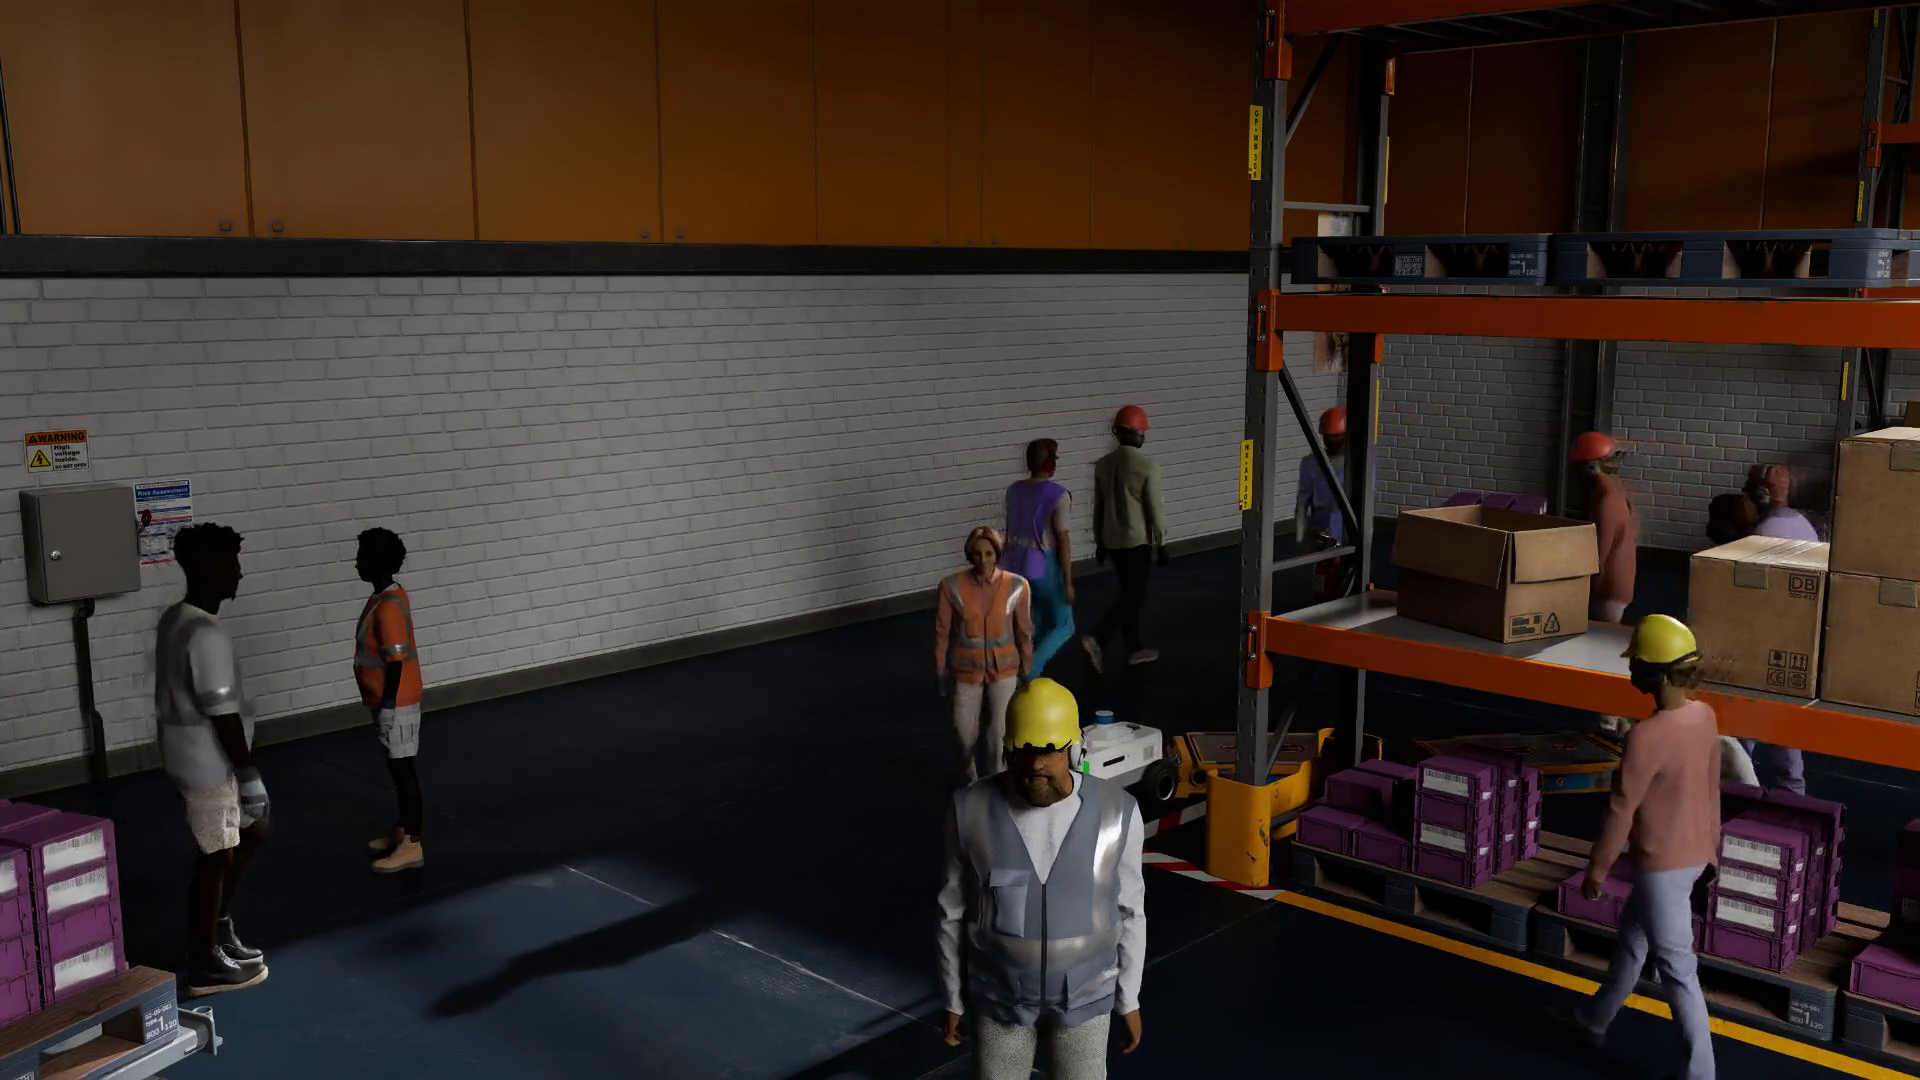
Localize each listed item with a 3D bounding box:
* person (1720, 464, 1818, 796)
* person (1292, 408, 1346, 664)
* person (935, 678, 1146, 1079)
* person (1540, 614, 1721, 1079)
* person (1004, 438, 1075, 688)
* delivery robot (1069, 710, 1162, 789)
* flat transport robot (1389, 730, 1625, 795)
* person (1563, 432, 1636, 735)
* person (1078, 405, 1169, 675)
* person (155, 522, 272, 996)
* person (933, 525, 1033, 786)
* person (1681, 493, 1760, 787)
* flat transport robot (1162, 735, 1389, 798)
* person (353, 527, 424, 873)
[{"bbox_3d":[4.403,0.521,9.227,0.662,1.878,0.825,-9,13,-44],"label":"person"},{"bbox_3d":[2.768,-0.033,12.517,0.561,1.899,0.861,5,11,29],"label":"person"},{"bbox_3d":[0.229,1.277,4.719,0.600,1.830,0.403,0,9,2],"label":"person"},{"bbox_3d":[2.406,1.117,5.975,0.552,1.729,0.826,-8,12,-41],"label":"person"},{"bbox_3d":[0.525,0.235,11.102,0.446,1.830,0.595,-8,12,-41],"label":"person"},{"bbox_3d":[0.777,1.168,9.008,0.477,0.478,0.707,9,13,43],"label":"delivery robot"},{"bbox_3d":[3.237,1.282,9.465,1.431,0.197,0.652,-2,9,-9],"label":"flat transport robot"},{"bbox_3d":[3.851,0.330,10.104,0.450,1.968,0.658,3,10,19],"label":"person"},{"bbox_3d":[1.179,0.001,12.149,0.849,1.967,0.625,-7,12,-37],"label":"person"},{"bbox_3d":[-2.984,0.889,6.741,0.482,1.945,0.615,-6,11,-32],"label":"person"},{"bbox_3d":[0.121,0.703,8.900,0.530,1.618,0.566,0,9,-2],"label":"person"},{"bbox_3d":[3.983,0.648,8.674,0.643,1.809,0.867,-7,11,-35],"label":"person"},{"bbox_3d":[1.773,1.279,9.482,1.431,0.197,0.652,0,9,1],"label":"flat transport robot"},{"bbox_3d":[-2.810,0.778,8.192,0.319,1.697,0.533,-3,10,-20],"label":"person"}]
